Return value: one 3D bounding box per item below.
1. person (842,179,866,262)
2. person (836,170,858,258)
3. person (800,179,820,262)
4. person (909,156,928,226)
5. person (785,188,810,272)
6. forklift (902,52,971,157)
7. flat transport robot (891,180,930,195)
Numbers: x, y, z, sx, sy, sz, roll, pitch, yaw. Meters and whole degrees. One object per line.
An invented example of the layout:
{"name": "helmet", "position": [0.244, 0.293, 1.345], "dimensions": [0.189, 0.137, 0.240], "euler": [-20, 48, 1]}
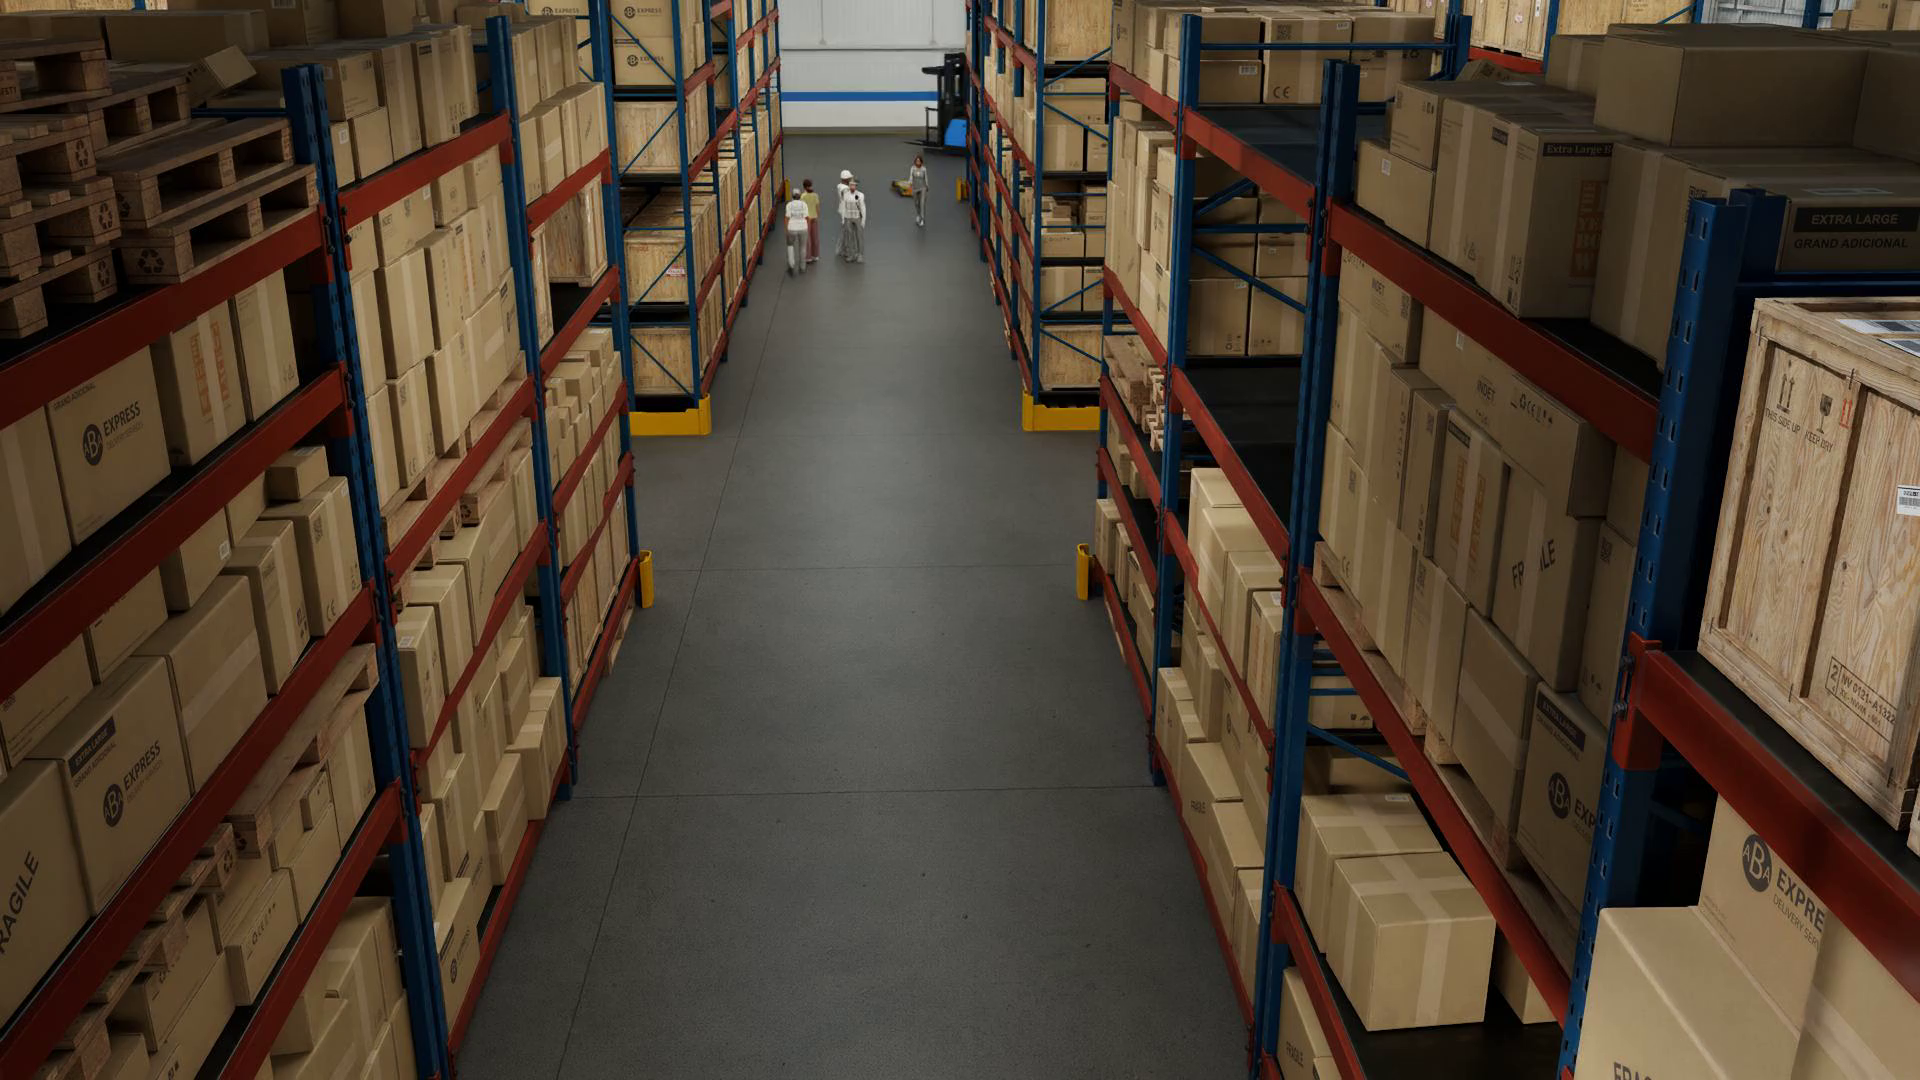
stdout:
{"name": "person", "position": [-2.192, -6.596, 34.264], "dimensions": [0.527, 1.705, 0.334], "euler": [6, 21, 16]}
{"name": "person", "position": [-2.369, -6.790, 34.668], "dimensions": [0.459, 1.812, 0.614], "euler": [-6, 21, -16]}
{"name": "person", "position": [-3.120, -6.573, 34.173], "dimensions": [0.455, 1.678, 0.416], "euler": [-14, 25, -33]}
{"name": "person", "position": [-0.958, -8.115, 38.513], "dimensions": [0.416, 1.551, 0.876], "euler": [2, 21, 6]}
{"name": "person", "position": [-3.246, -6.172, 33.180], "dimensions": [0.490, 1.681, 0.436], "euler": [-4, 21, -10]}
{"name": "forklift", "position": [-0.458, -13.194, 50.193], "dimensions": [3.031, 2.941, 1.121], "euler": [17, 26, 38]}
{"name": "flat transport robot", "position": [-1.295, -9.140, 43.221], "dimensions": [0.659, 0.259, 1.431], "euler": [-6, 21, -16]}
